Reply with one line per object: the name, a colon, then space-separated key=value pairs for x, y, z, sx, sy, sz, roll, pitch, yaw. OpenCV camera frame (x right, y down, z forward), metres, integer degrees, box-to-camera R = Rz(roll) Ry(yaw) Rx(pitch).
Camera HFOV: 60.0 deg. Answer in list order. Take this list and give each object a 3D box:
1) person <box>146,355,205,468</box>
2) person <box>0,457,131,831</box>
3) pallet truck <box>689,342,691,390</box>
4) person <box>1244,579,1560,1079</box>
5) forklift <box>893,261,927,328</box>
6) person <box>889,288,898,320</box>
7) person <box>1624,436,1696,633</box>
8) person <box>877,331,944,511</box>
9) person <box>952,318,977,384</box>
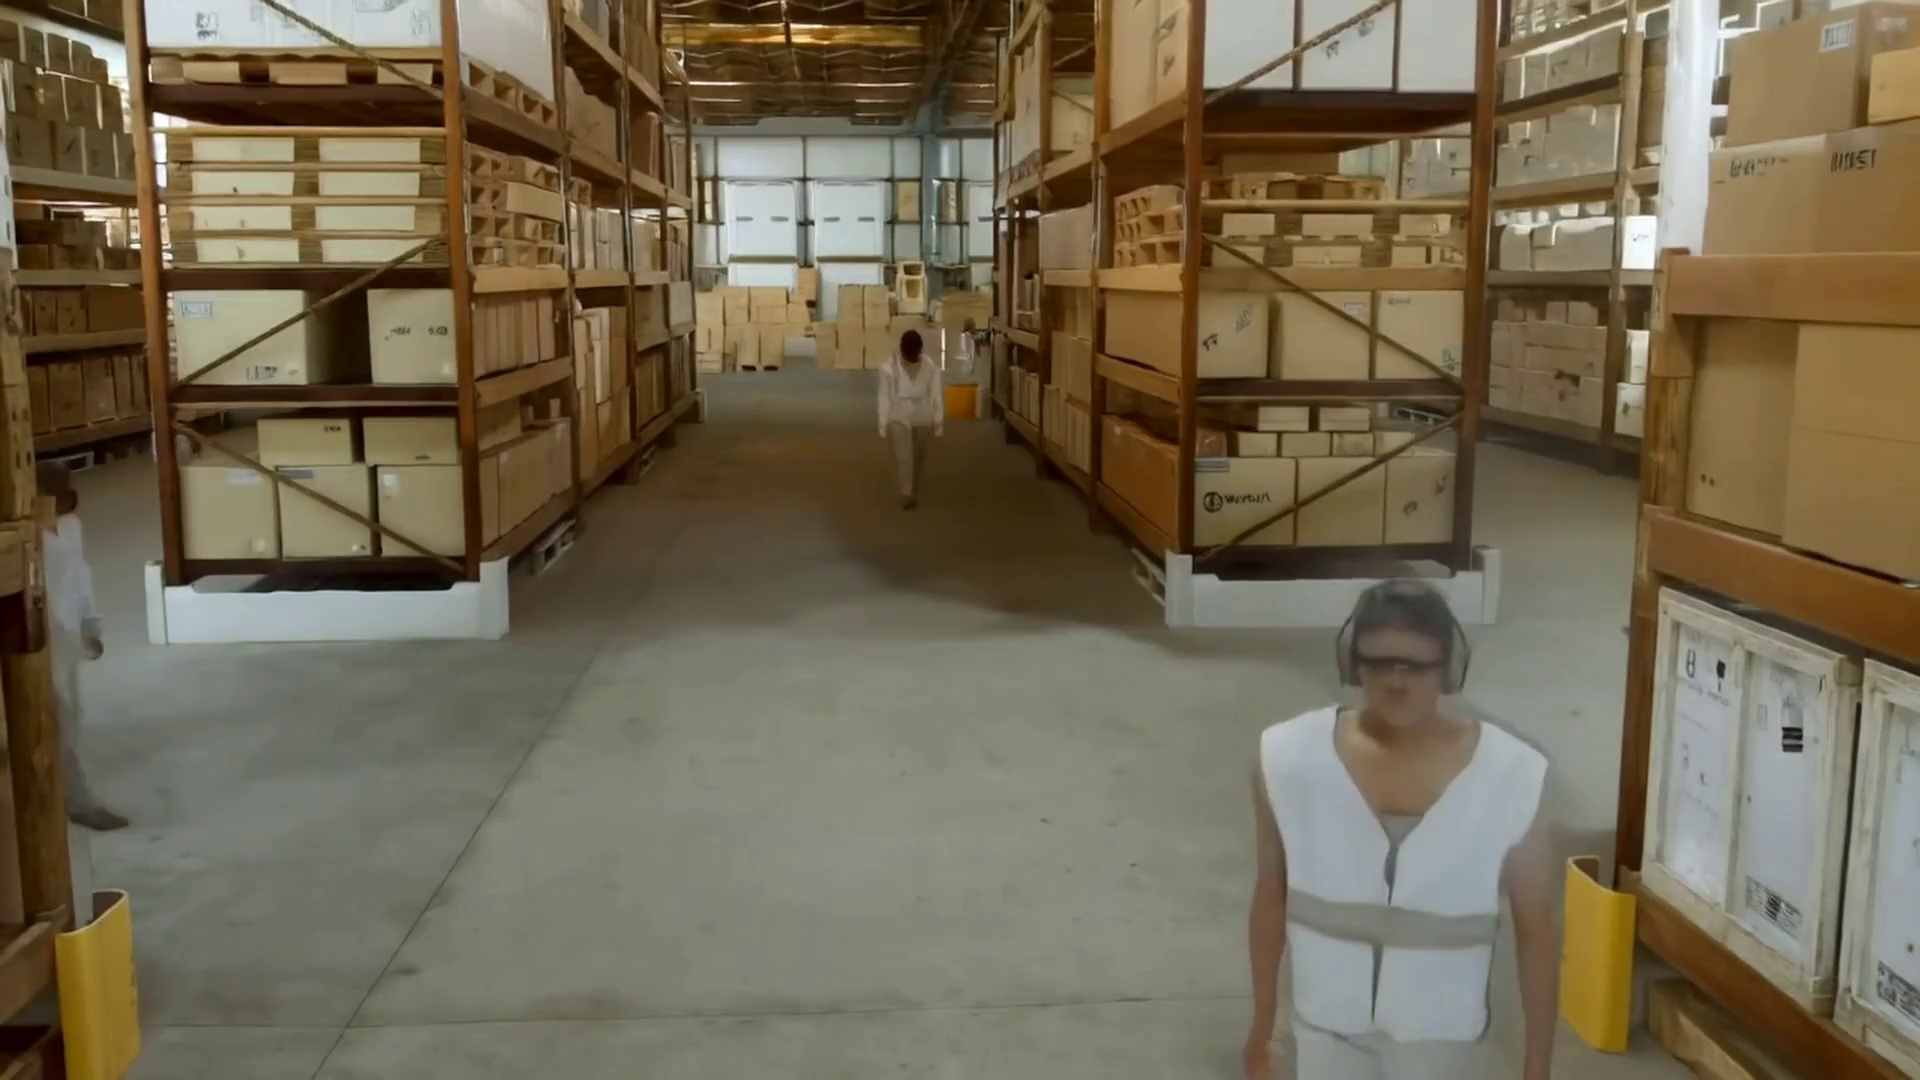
person: x=-6.923 y=-0.815 z=14.731 sx=0.332 sy=1.675 sz=0.584 roll=2 pitch=9 yaw=14
person: x=-3.945 y=0.439 z=7.071 sx=0.750 sy=1.604 sz=0.494 roll=0 pitch=9 yaw=2
pallet truck: x=-5.225 y=-3.008 z=27.480 sx=1.885 sy=1.965 sz=0.823 roll=2 pitch=9 yaw=14
person: x=0.847 y=0.954 z=3.237 sx=0.585 sy=1.792 sz=0.966 roll=2 pitch=9 yaw=14
forklift: x=-1.620 y=-8.088 z=56.615 sx=1.129 sy=2.768 sz=1.873 roll=1 pitch=9 yaw=9
person: x=-2.316 y=-7.829 z=57.977 sx=0.636 sy=1.931 sz=0.377 roll=3 pitch=10 yaw=20
person: x=4.646 y=-0.137 z=10.515 sx=0.886 sy=1.643 sz=0.546 roll=-1 pitch=9 yaw=-4
person: x=-0.480 y=-1.201 z=16.769 sx=0.655 sy=1.787 sz=0.983 roll=-2 pitch=9 yaw=-12
person: x=0.162 y=-3.226 z=30.120 sx=0.913 sy=1.585 sz=0.531 roll=-1 pitch=9 yaw=-5
